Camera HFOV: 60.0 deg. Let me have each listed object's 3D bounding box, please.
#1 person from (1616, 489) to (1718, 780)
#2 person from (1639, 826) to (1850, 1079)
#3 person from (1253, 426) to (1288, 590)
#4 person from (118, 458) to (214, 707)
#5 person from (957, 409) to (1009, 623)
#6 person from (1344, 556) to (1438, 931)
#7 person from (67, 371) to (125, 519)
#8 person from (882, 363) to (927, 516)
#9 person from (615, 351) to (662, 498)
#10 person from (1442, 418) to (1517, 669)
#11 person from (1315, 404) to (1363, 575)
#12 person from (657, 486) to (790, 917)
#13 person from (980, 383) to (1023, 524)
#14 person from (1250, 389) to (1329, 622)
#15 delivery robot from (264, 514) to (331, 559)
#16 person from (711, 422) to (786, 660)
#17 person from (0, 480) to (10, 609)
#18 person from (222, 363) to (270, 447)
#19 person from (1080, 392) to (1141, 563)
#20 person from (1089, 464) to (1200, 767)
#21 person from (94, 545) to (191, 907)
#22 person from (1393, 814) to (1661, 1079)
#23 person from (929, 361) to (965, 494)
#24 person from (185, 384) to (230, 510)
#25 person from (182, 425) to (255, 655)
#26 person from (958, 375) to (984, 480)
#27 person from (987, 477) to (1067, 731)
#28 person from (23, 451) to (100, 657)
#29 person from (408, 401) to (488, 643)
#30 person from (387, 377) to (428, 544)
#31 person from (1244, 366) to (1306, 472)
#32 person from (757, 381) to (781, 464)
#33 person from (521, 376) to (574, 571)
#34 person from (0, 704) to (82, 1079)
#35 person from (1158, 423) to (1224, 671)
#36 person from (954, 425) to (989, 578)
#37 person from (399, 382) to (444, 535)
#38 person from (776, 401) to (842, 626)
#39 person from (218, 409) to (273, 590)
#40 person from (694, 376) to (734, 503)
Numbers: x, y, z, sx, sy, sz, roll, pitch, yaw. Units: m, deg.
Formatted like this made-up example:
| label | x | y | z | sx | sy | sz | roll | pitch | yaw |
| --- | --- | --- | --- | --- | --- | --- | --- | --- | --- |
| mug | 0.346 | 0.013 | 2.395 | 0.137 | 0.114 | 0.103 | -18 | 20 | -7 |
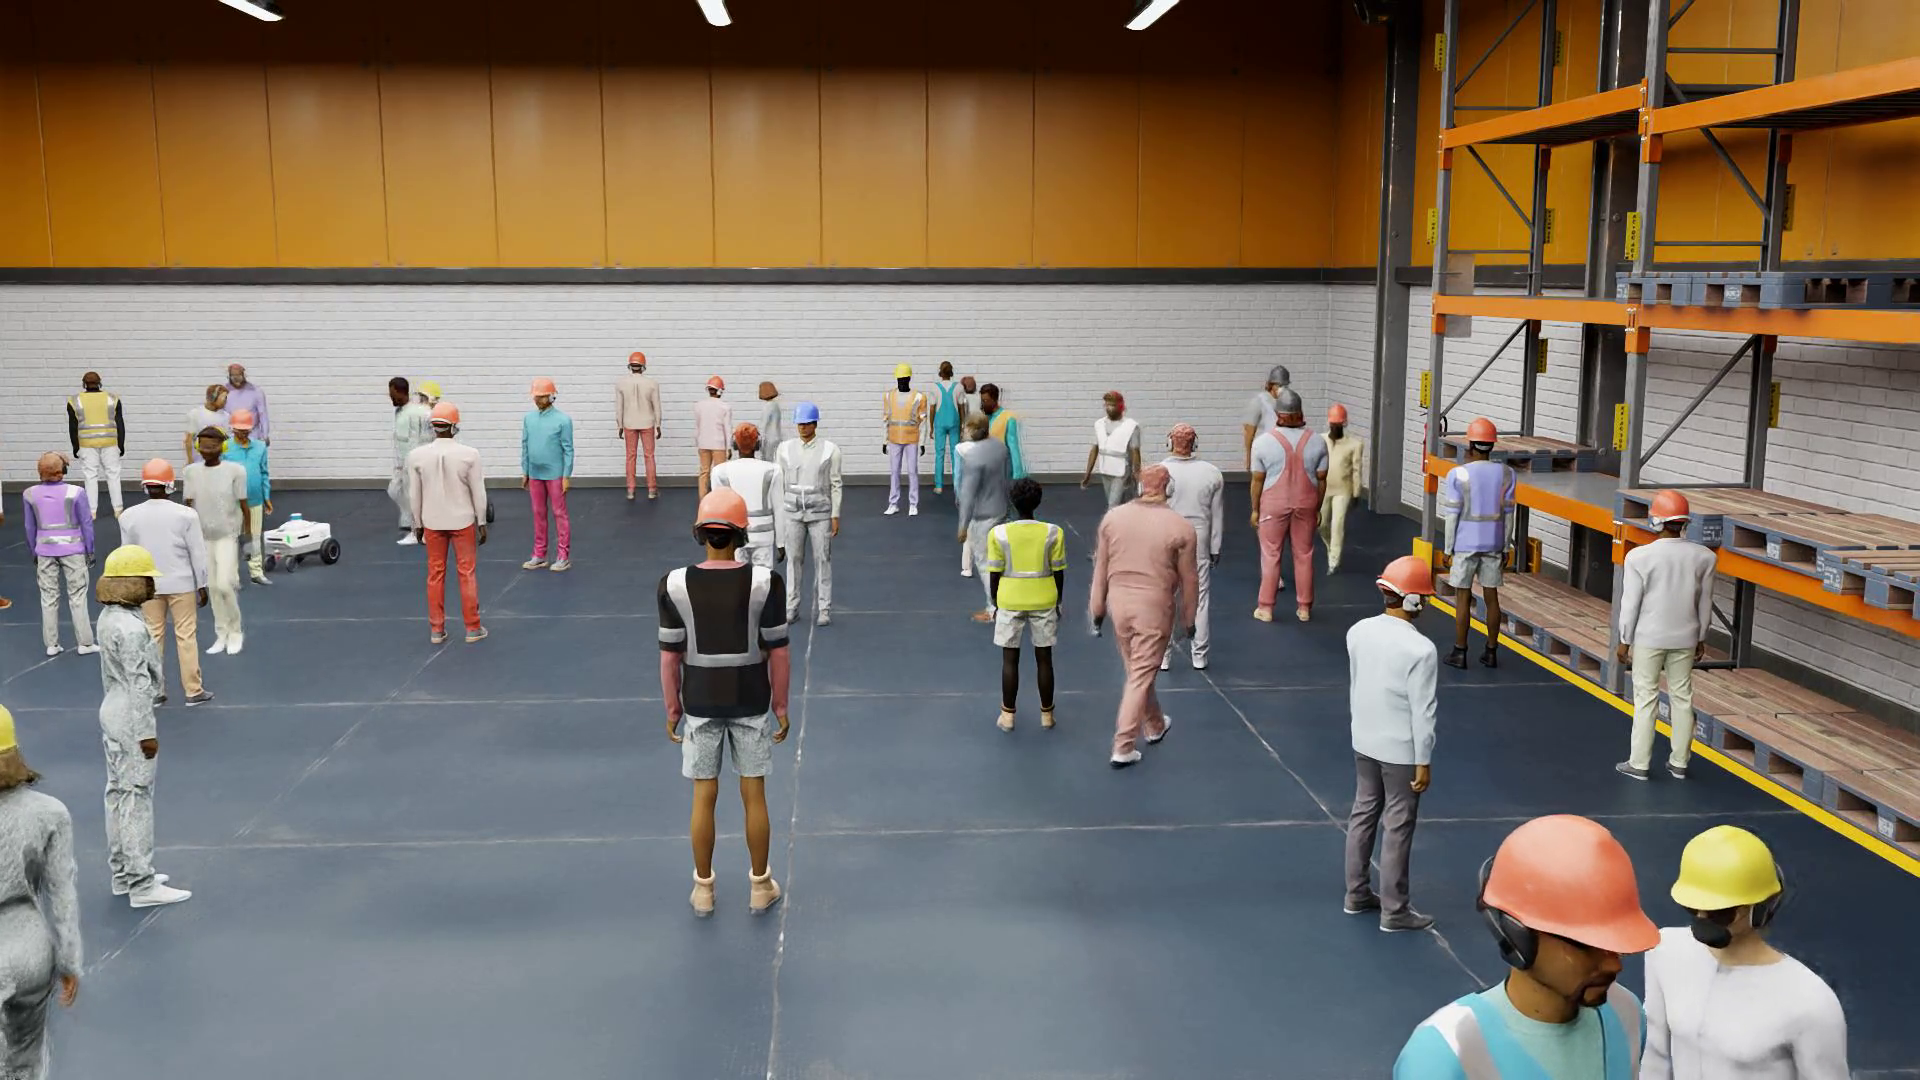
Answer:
| label | x | y | z | sx | sy | sz | roll | pitch | yaw |
| --- | --- | --- | --- | --- | --- | --- | --- | --- | --- |
| person | 4.218 | 0.568 | 9.977 | 0.563 | 1.756 | 0.319 | -1 | 9 | -4 |
| person | 1.996 | 1.515 | 4.166 | 0.897 | 1.718 | 0.549 | -5 | 10 | -28 |
| person | 3.113 | -0.345 | 16.235 | 0.514 | 1.588 | 0.871 | -1 | 9 | -4 |
| person | -5.555 | 0.299 | 11.664 | 0.563 | 1.756 | 0.319 | -1 | 9 | -4 |
| person | 0.208 | -0.194 | 14.351 | 0.392 | 1.884 | 0.729 | 4 | 10 | 21 |
| person | 2.025 | 0.935 | 7.724 | 0.347 | 1.742 | 0.553 | -4 | 10 | -24 |
| person | -10.719 | -1.177 | 20.682 | 0.626 | 1.842 | 0.429 | -5 | 10 | -30 |
| person | -0.705 | -1.263 | 20.941 | 0.584 | 1.929 | 0.371 | 2 | 9 | 15 |
| person | -4.348 | -1.553 | 22.554 | 0.612 | 1.995 | 0.377 | -1 | 9 | -4 |
| person | 3.969 | 0.032 | 12.779 | 0.545 | 1.938 | 0.356 | -1 | 9 | -4 |
| person | 3.820 | -0.534 | 16.955 | 0.574 | 1.735 | 0.606 | 5 | 10 | 28 |
| person | -1.103 | 0.765 | 7.847 | 0.608 | 2.044 | 0.373 | -1 | 9 | -4 |
| person | 0.323 | -0.710 | 17.592 | 0.778 | 1.881 | 0.626 | -5 | 11 | -30 |
| person | 2.846 | -0.304 | 14.566 | 0.683 | 2.000 | 0.538 | -1 | 9 | -4 |
| delivery robot | -6.848 | -0.028 | 17.191 | 0.477 | 0.478 | 0.707 | 3 | 10 | 16 |
| person | -1.649 | 0.019 | 13.037 | 0.575 | 1.883 | 0.355 | -1 | 9 | -4 |
| person | -8.889 | -0.279 | 14.929 | 0.592 | 1.879 | 0.347 | -1 | 9 | -3 |
| person | -9.340 | -1.355 | 21.647 | 0.661 | 1.884 | 0.587 | -4 | 10 | -25 |
| person | 1.573 | -0.648 | 17.470 | 0.848 | 1.804 | 0.581 | -8 | 12 | -42 |
| person | 1.189 | 0.450 | 10.427 | 0.661 | 1.845 | 0.947 | 6 | 11 | 34 |
| person | -3.974 | 0.886 | 8.032 | 0.313 | 1.741 | 0.487 | -8 | 12 | -40 |
| person | 1.092 | 1.509 | 3.173 | 0.608 | 2.044 | 0.371 | -6 | 11 | -33 |
| person | -0.180 | -1.556 | 23.044 | 0.508 | 1.847 | 0.345 | -1 | 9 | -4 |
| person | -8.494 | -0.863 | 18.807 | 0.589 | 1.800 | 0.551 | 6 | 11 | 33 |
| person | -5.936 | 0.010 | 13.217 | 0.548 | 1.845 | 0.492 | 1 | 9 | 5 |
| person | 0.141 | -1.507 | 23.428 | 0.534 | 1.631 | 0.342 | -8 | 12 | -40 |
| person | 0.441 | 0.429 | 11.033 | 0.535 | 1.700 | 0.318 | -1 | 9 | -4 |
| person | -7.119 | 0.114 | 13.184 | 0.514 | 1.645 | 0.307 | -1 | 9 | -4 |
| person | -4.200 | -0.142 | 13.692 | 0.612 | 1.995 | 0.377 | -1 | 9 | -4 |
| person | -6.192 | -0.882 | 18.672 | 0.449 | 1.889 | 0.622 | -7 | 11 | -36 |
| person | 3.618 | -0.968 | 18.734 | 0.696 | 2.000 | 0.703 | -3 | 10 | -20 |
| person | -2.556 | -1.300 | 22.111 | 0.349 | 1.616 | 0.525 | 2 | 9 | 12 |
| person | -4.242 | -0.680 | 17.070 | 0.611 | 1.996 | 0.375 | 4 | 10 | 22 |
| person | -2.996 | 1.346 | 5.219 | 0.798 | 1.715 | 0.485 | 7 | 12 | 39 |
| person | 1.685 | 0.058 | 12.713 | 0.643 | 1.909 | 0.409 | -1 | 9 | -4 |
| person | 0.194 | -0.433 | 16.620 | 0.514 | 1.645 | 0.307 | -1 | 9 | -4 |
| person | -6.260 | -0.975 | 19.628 | 0.609 | 1.767 | 0.944 | 9 | 13 | 43 |
| person | -1.316 | -0.229 | 14.386 | 0.604 | 1.949 | 0.384 | 1 | 9 | 8 |
| person | -6.916 | -0.399 | 16.085 | 0.339 | 1.745 | 0.561 | 7 | 11 | 37 |
| person | -3.130 | -1.227 | 21.309 | 0.558 | 1.742 | 0.372 | 4 | 10 | 24 |
